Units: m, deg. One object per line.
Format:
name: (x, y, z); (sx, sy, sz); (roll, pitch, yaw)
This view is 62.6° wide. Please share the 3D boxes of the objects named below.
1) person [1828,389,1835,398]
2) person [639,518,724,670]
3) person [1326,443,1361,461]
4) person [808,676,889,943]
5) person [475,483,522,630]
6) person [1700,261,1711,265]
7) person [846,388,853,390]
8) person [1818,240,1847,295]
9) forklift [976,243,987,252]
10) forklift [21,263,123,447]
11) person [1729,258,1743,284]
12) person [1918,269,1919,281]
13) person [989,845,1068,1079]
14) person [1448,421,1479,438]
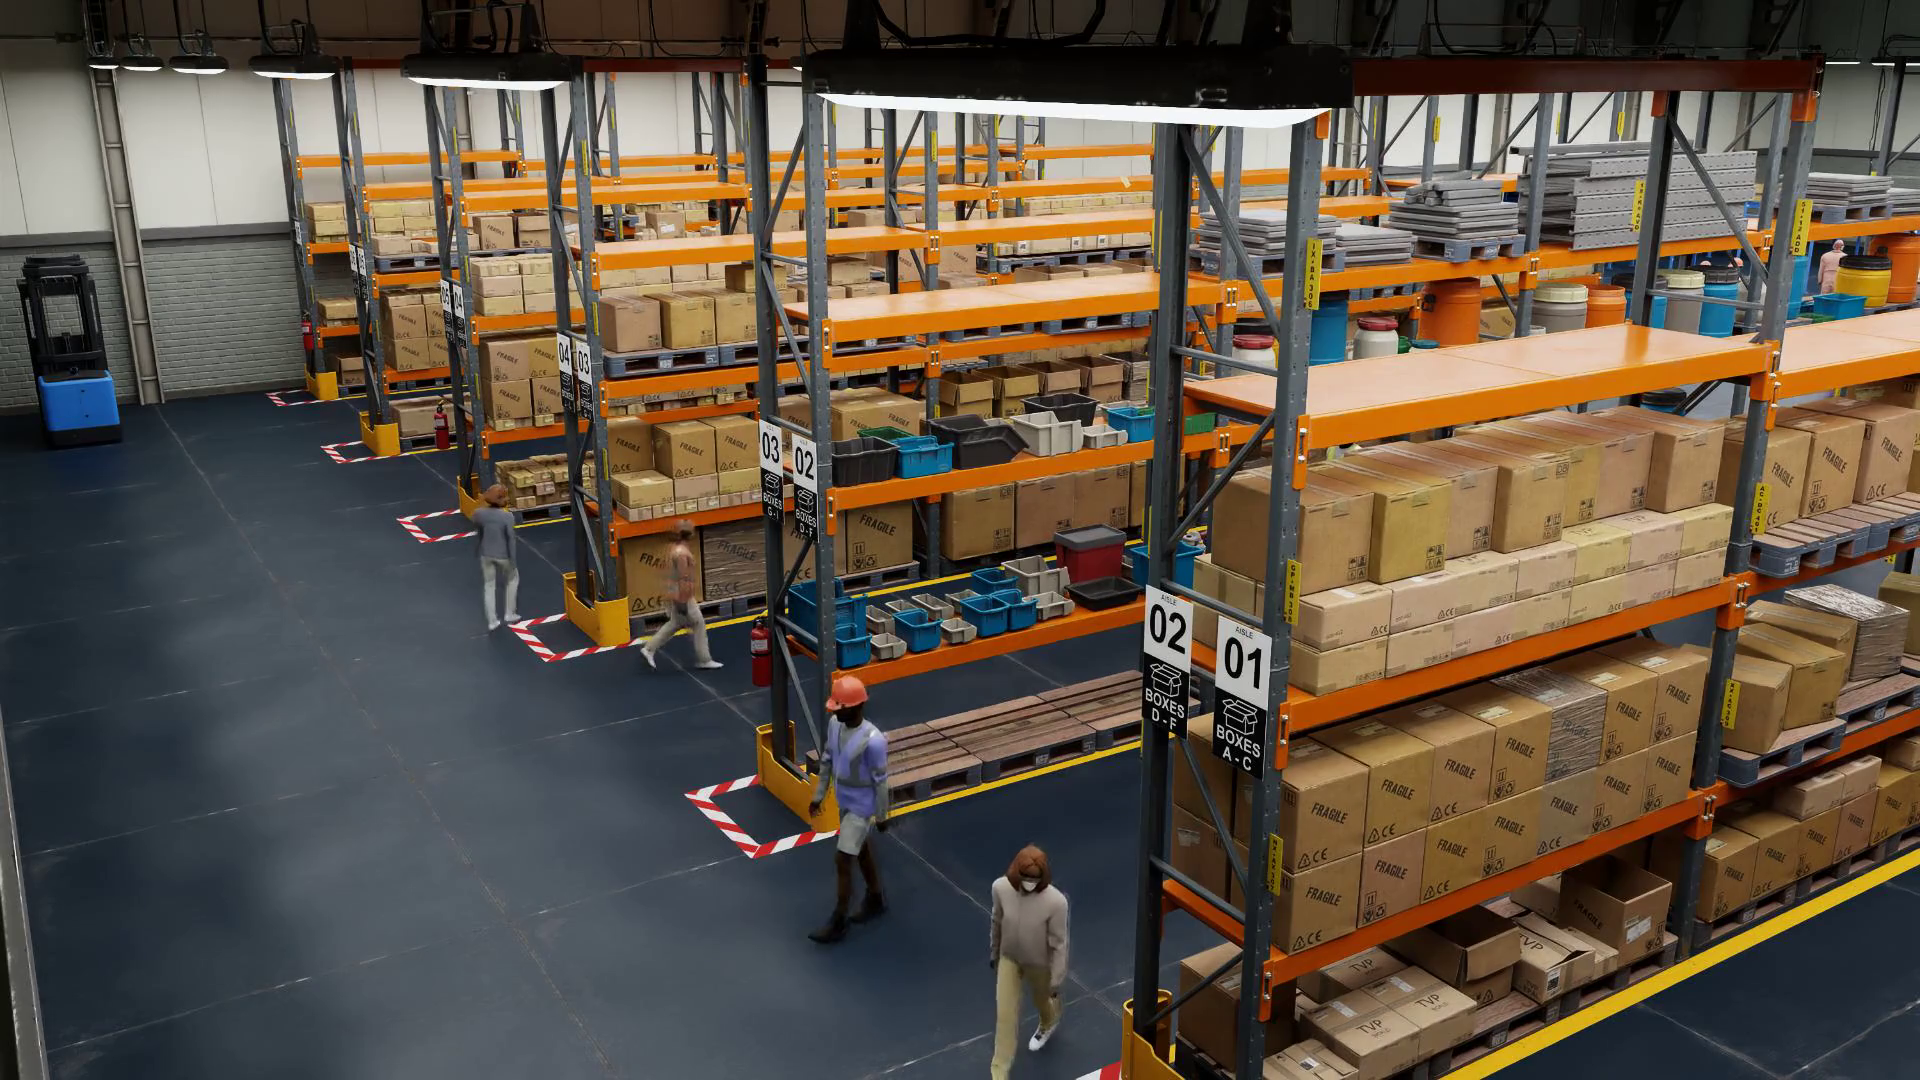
person: (13.316, -1.978, 23.489); (0.611, 2.006, 0.888); (1, 17, 2)
person: (-2.852, 0.554, 15.888); (0.781, 1.607, 0.522); (-5, 18, -15)
person: (4.568, -0.511, 18.966); (0.429, 1.842, 0.634); (-9, 19, -28)
person: (-0.852, 1.868, 11.050); (0.817, 1.910, 0.558); (-11, 20, -32)
person: (-5.009, 0.163, 17.153); (0.532, 1.605, 0.560); (3, 17, 10)
person: (15.550, -4.893, 33.175); (0.542, 1.938, 0.358); (2, 17, 6)
person: (-1.461, -1.203, 21.402); (0.312, 1.744, 0.487); (-11, 20, -32)
person: (20.569, -6.098, 37.178); (0.643, 1.908, 0.399); (16, 23, 41)
forklift: (0.988, -5.474, 34.718); (1.214, 2.155, 2.313); (-10, 20, -31)
forklift: (-14.518, -3.079, 25.708); (1.129, 2.768, 1.873); (-10, 20, -31)
person: (16.470, -5.048, 33.679); (0.370, 1.939, 0.543); (-4, 17, -14)
person: (22.351, -5.905, 36.995); (0.521, 1.639, 0.311); (-6, 18, -19)
person: (0.422, 2.509, 9.486); (0.510, 1.590, 0.854); (7, 18, 23)
person: (7.073, -1.526, 22.251); (0.326, 1.871, 0.518); (-9, 19, -28)
